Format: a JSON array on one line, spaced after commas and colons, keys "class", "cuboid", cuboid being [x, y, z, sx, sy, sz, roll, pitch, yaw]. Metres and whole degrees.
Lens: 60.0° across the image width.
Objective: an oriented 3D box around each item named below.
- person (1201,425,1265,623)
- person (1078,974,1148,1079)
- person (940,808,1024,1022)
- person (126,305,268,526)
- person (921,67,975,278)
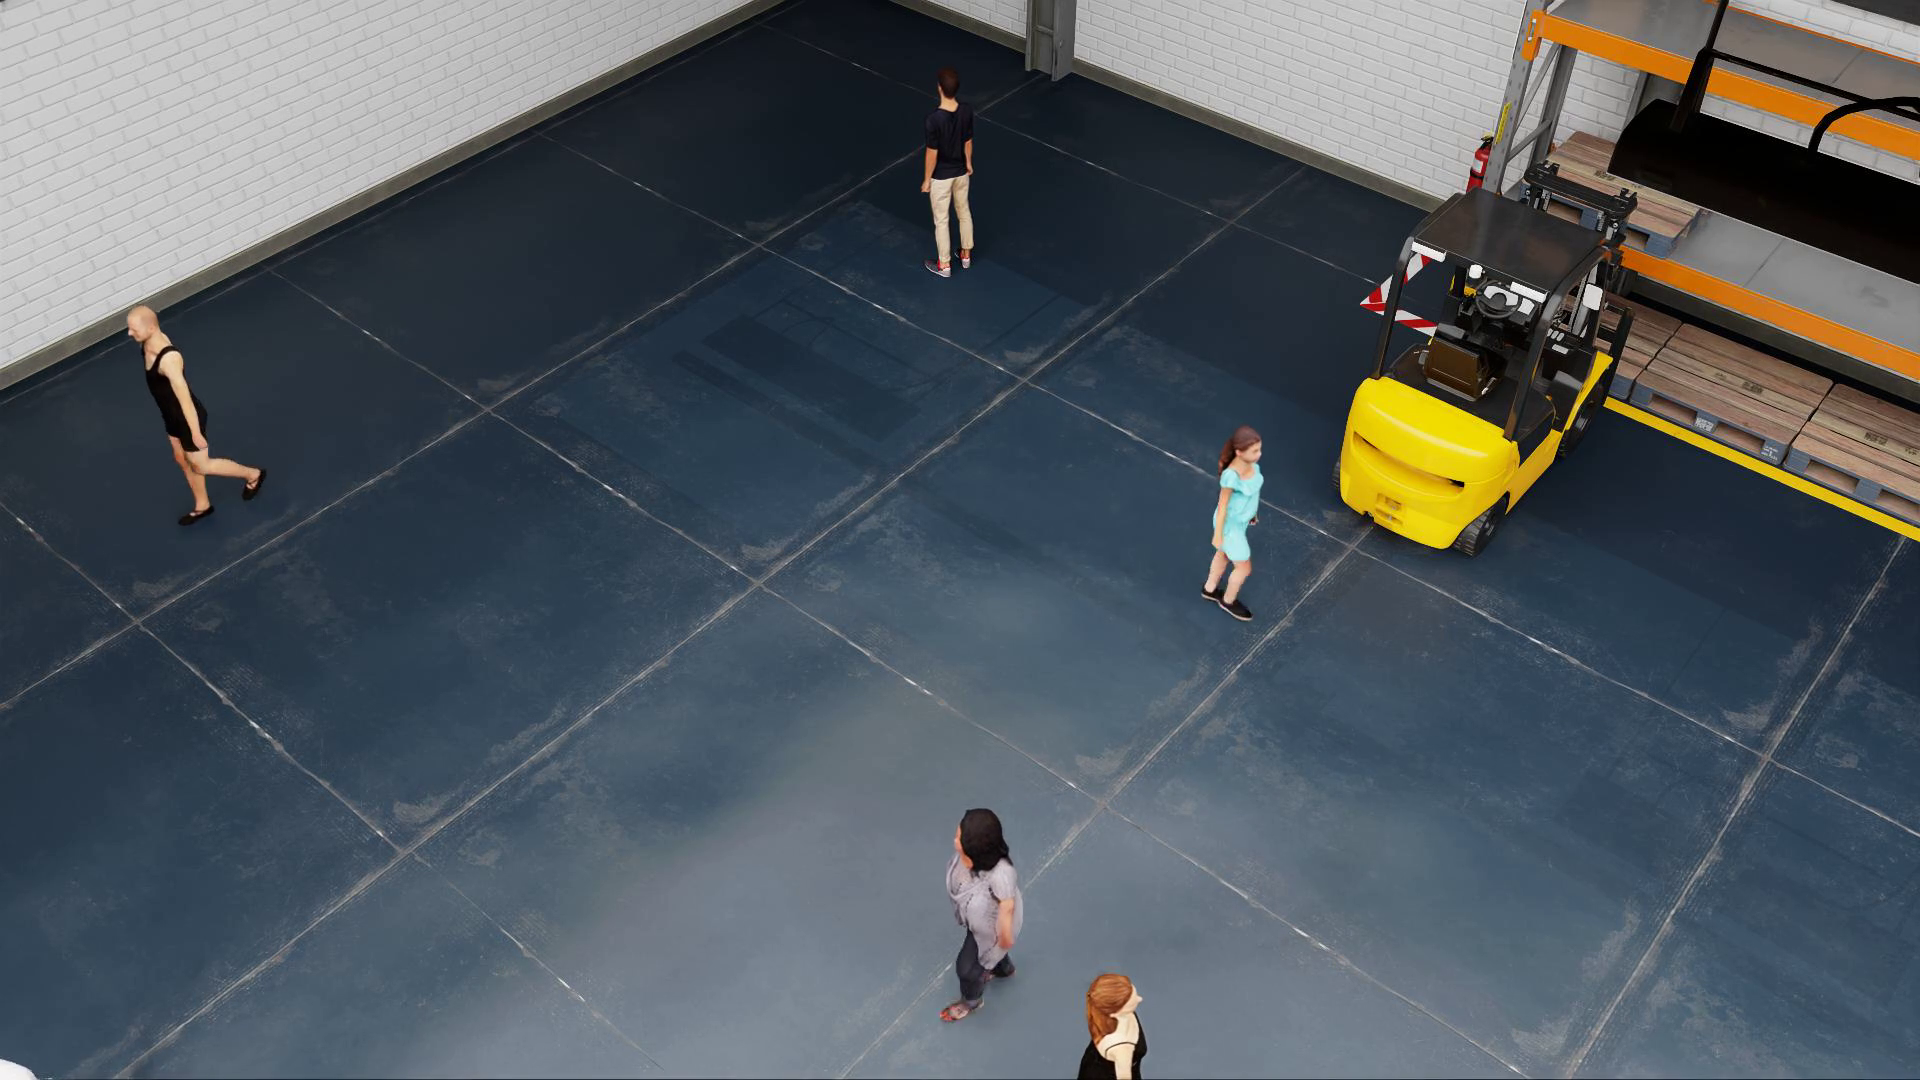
[{"class": "person", "cuboid": [1.747, -0.157, 11.017, 0.682, 1.552, 0.601, 22, 48, 22]}, {"class": "person", "cuboid": [0.714, 2.592, 8.080, 0.734, 1.625, 0.669, -6, 44, -6]}, {"class": "person", "cuboid": [0.213, 1.930, 8.802, 0.870, 1.588, 0.819, -13, 45, -13]}, {"class": "person", "cuboid": [-5.343, -0.900, 11.613, 0.812, 1.806, 0.901, -30, 51, -28]}, {"class": "person", "cuboid": [-0.093, -3.051, 13.836, 0.697, 1.857, 0.613, -27, 50, -25]}]
